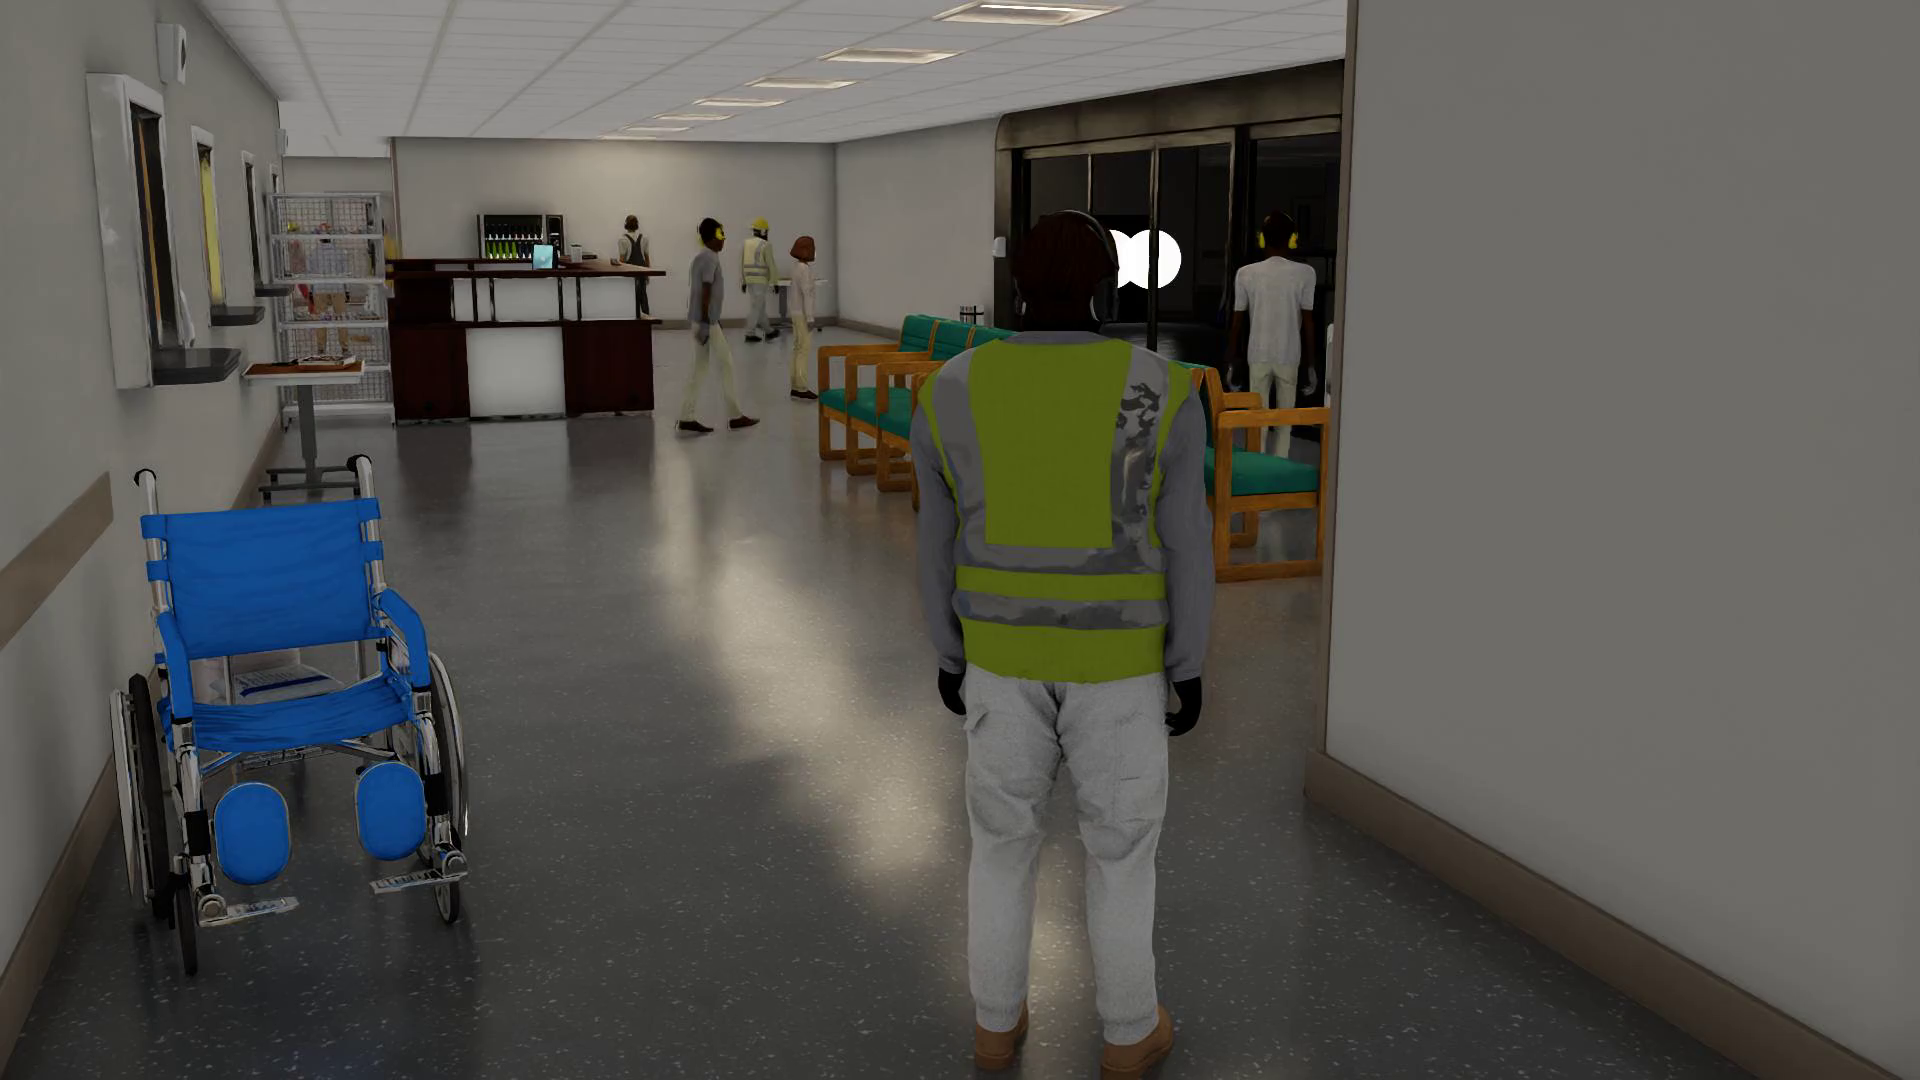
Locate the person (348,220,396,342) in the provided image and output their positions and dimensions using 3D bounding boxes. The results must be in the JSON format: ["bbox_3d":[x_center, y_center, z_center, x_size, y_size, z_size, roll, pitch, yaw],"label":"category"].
[{"bbox_3d":[-8.456,-3.785,24.342,0.993,1.787,0.627,2,11,9],"label":"person"}]

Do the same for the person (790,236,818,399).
[{"bbox_3d":[-1.572,-2.237,16.776,0.266,1.631,0.507,-4,12,-20],"label":"person"}]

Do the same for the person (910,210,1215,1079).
[{"bbox_3d":[0.222,0.242,3.515,0.627,1.844,0.429,3,11,15],"label":"person"}]

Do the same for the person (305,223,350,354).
[{"bbox_3d":[-8.459,-3.366,22.287,0.563,1.742,0.361,-4,12,-19],"label":"person"}]

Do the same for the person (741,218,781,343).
[{"bbox_3d":[-2.870,-3.801,24.380,0.617,1.790,0.871,11,15,43],"label":"person"}]

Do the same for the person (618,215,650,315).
[{"bbox_3d":[-5.078,-4.124,25.902,0.504,1.847,0.344,-7,13,-31],"label":"person"}]

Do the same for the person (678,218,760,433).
[{"bbox_3d":[-2.080,-1.822,14.191,0.809,1.804,0.602,-6,12,-28],"label":"person"}]

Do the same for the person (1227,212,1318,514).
[{"bbox_3d":[1.942,-1.090,10.316,0.557,1.852,0.433,3,12,17],"label":"person"}]
